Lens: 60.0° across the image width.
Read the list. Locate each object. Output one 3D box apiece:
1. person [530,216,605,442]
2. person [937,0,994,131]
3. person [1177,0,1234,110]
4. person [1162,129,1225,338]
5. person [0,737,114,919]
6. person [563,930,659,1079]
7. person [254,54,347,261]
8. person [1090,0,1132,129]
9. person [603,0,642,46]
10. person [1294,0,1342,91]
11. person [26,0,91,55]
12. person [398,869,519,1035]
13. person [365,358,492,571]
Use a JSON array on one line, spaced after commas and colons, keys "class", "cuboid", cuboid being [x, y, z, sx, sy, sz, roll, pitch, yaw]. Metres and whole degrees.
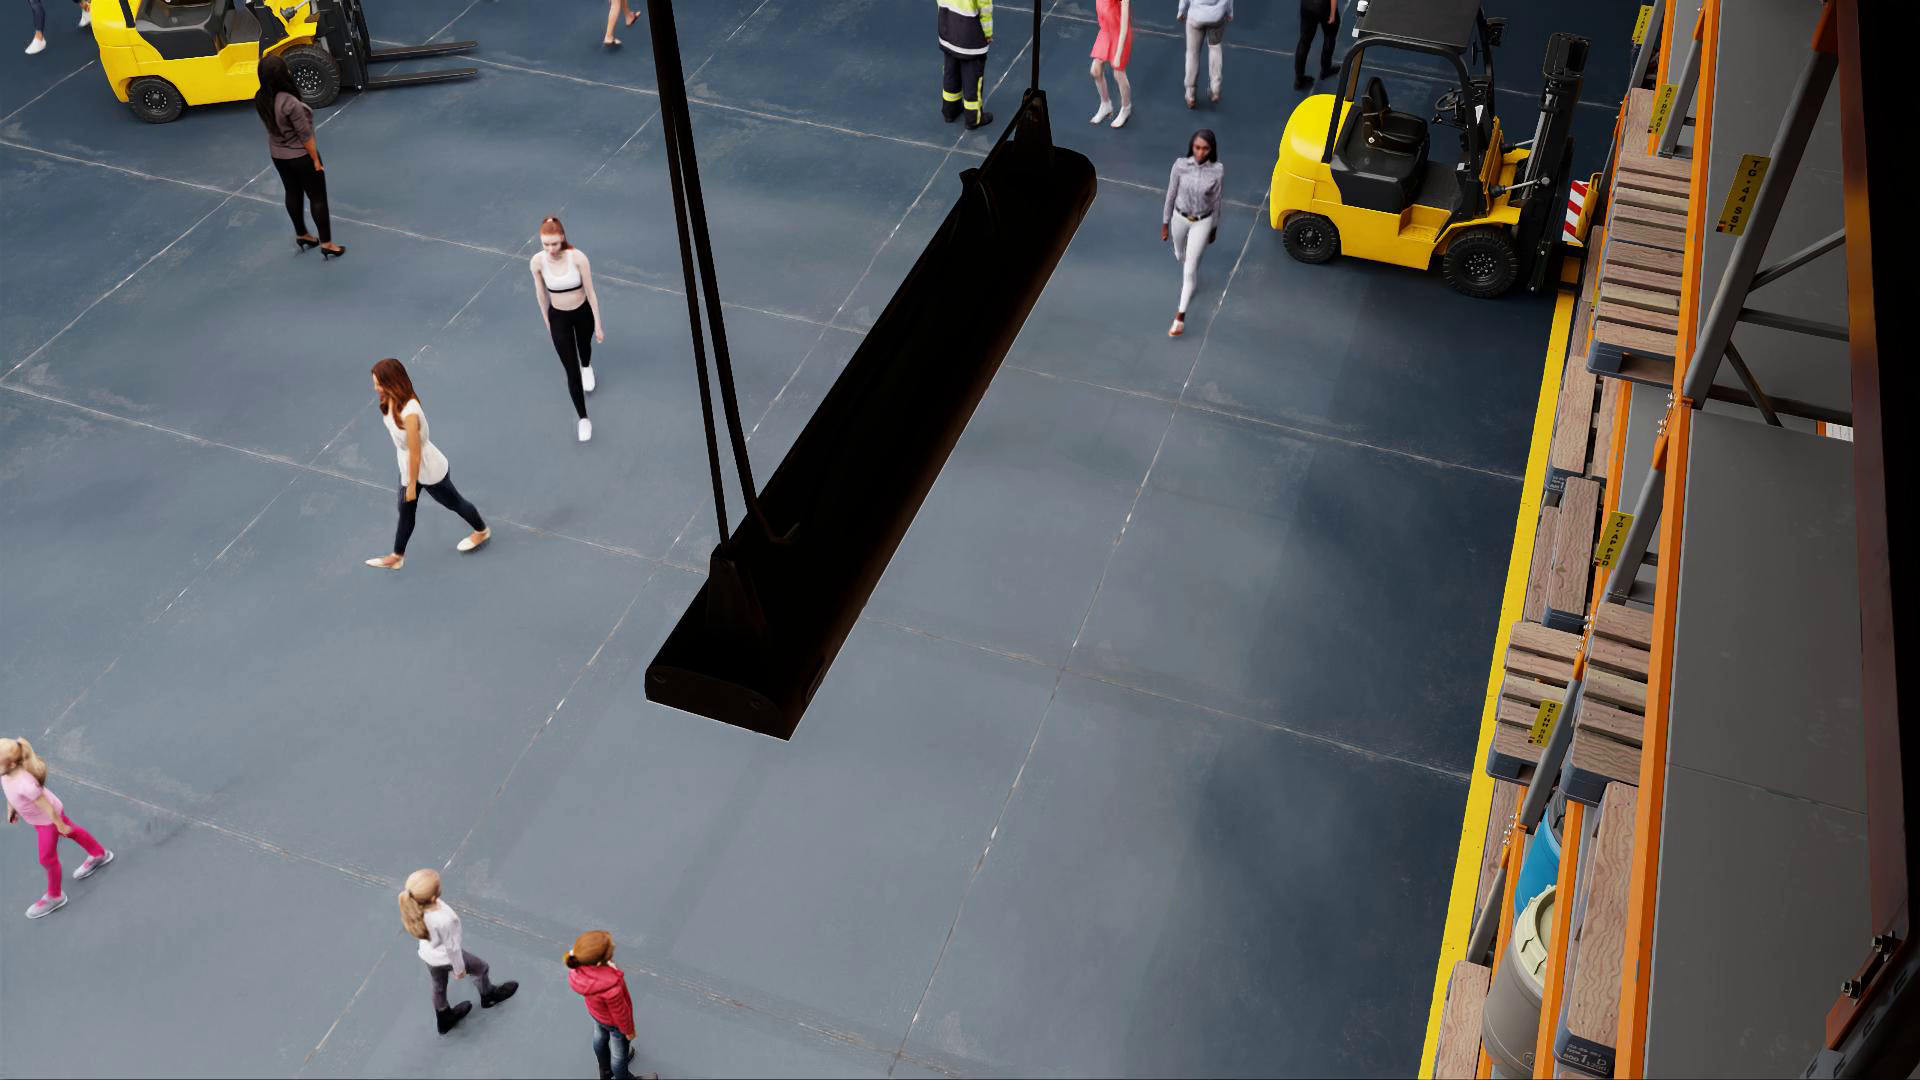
[{"class": "person", "cuboid": [-2.914, -1.701, 12.547, 1.022, 1.692, 1.248, -8, 44, -8]}, {"class": "person", "cuboid": [0.040, -4.843, 15.634, 0.844, 1.983, 0.771, 28, 50, 26]}, {"class": "person", "cuboid": [2.342, -4.961, 15.834, 0.799, 1.878, 0.802, 1, 44, 1]}, {"class": "person", "cuboid": [1.884, -2.574, 13.466, 0.587, 1.688, 1.146, 14, 45, 15]}, {"class": "person", "cuboid": [-5.169, 1.518, 9.486, 0.676, 1.254, 0.847, 34, 53, 30]}, {"class": "person", "cuboid": [-1.807, 2.411, 8.503, 0.603, 1.317, 0.587, -32, 52, -29]}, {"class": "person", "cuboid": [-5.607, -3.209, 14.025, 0.643, 1.838, 0.605, 17, 46, 17]}, {"class": "person", "cuboid": [1.496, -4.674, 15.598, 0.858, 1.789, 0.795, -17, 46, -17]}, {"class": "person", "cuboid": [-3.561, -5.810, 16.986, 0.586, 1.519, 1.080, 17, 46, 17]}, {"class": "person", "cuboid": [3.445, -5.178, 16.209, 0.928, 1.675, 0.807, -33, 52, -30]}, {"class": "person", "cuboid": [-9.351, -5.919, 16.918, 0.894, 1.770, 1.248, 29, 51, 27]}, {"class": "person", "cuboid": [-2.770, 2.211, 8.752, 0.621, 1.263, 0.754, 27, 50, 26]}, {"class": "person", "cuboid": [-3.546, -0.531, 11.283, 1.181, 1.741, 0.968, -29, 51, -27]}]
